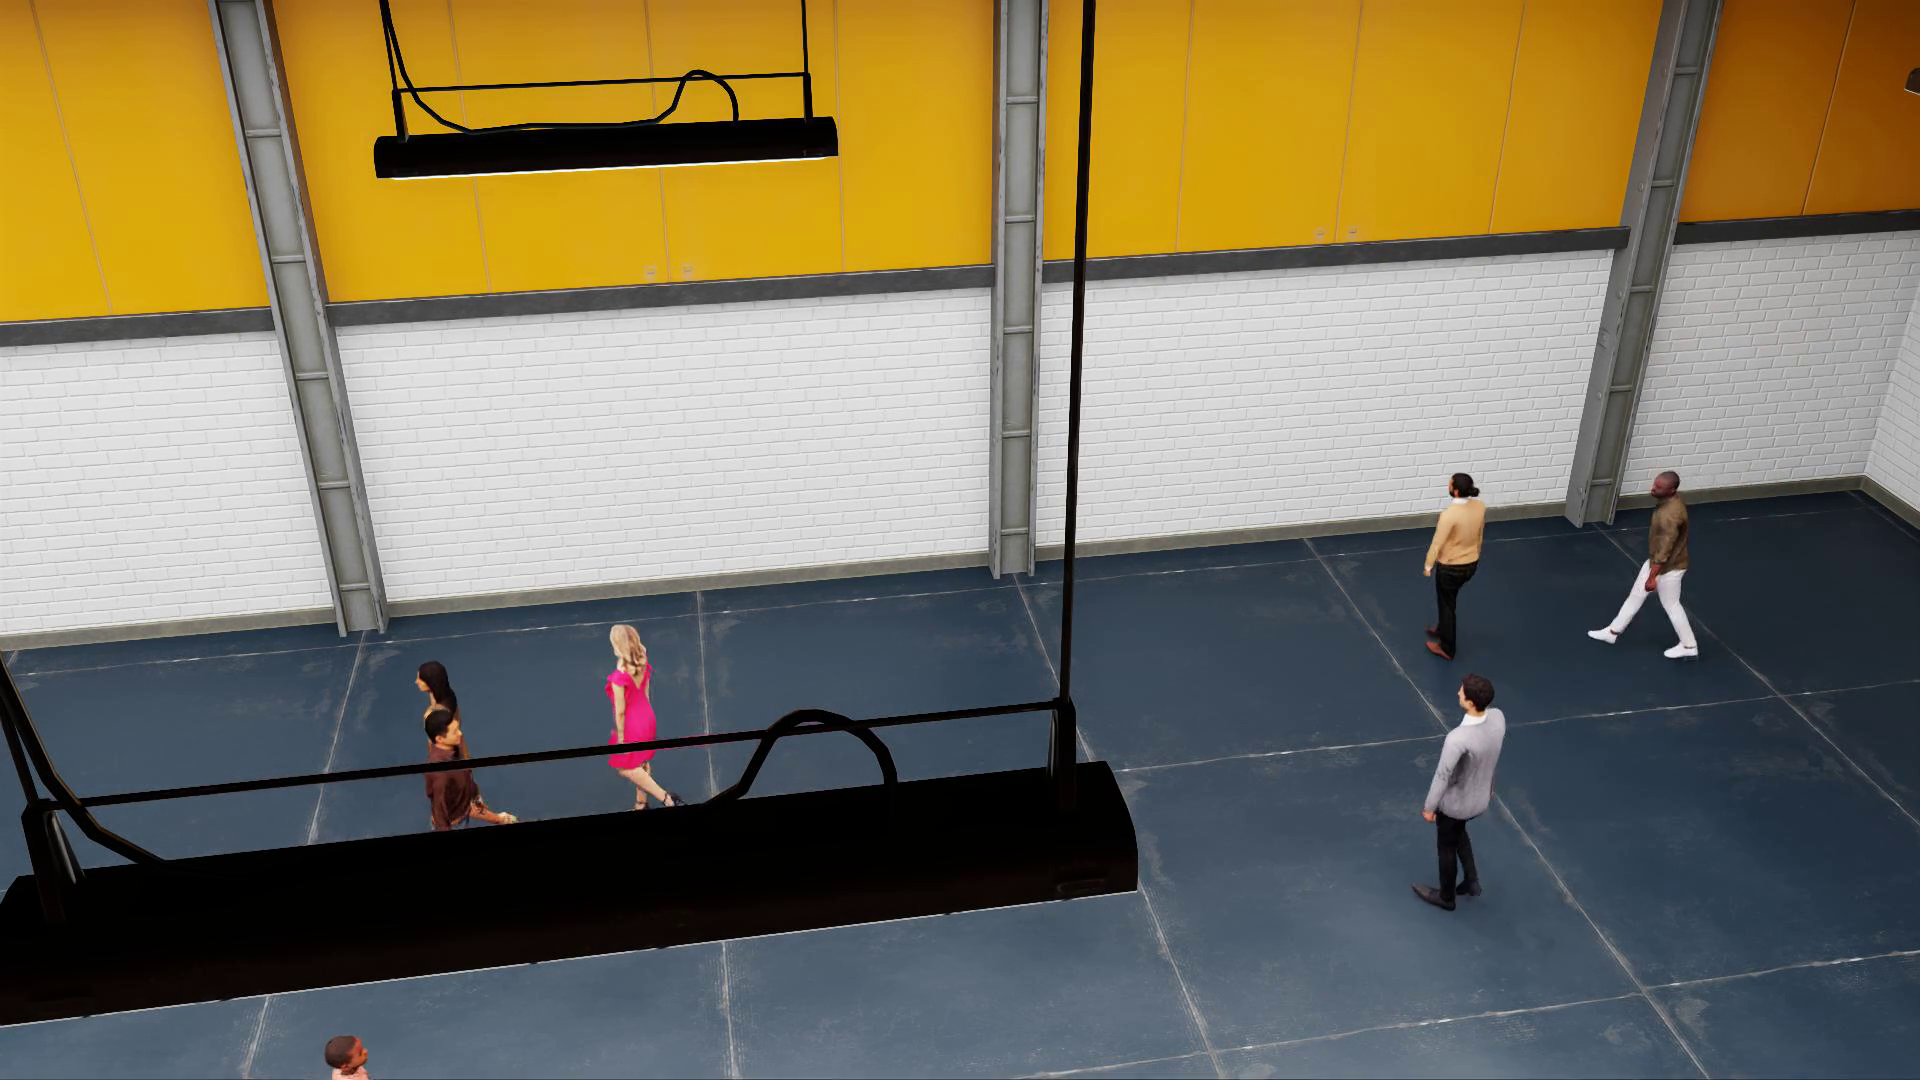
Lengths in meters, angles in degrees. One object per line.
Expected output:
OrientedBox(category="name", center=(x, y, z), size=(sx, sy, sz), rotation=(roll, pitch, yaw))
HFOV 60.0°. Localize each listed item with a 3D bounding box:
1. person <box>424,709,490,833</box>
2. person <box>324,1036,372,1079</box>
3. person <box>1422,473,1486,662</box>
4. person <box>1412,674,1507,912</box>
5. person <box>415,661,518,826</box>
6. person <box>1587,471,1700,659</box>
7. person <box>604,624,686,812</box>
OrientedBox(category="person", center=(-3.505, 1.911, 11.216), size=(0.844, 1.760, 0.696), rotation=(-3, 29, -6))
OrientedBox(category="person", center=(-3.387, 3.260, 9.218), size=(0.704, 1.305, 0.586), rotation=(-13, 31, -22))
OrientedBox(category="person", center=(4.297, 0.256, 14.269), size=(0.783, 1.742, 0.858), rotation=(-18, 33, -29))
OrientedBox(category="person", center=(3.496, 1.777, 11.305), size=(0.852, 1.911, 0.966), rotation=(-21, 35, -34))
OrientedBox(category="person", center=(-3.571, 1.580, 11.911), size=(0.800, 1.675, 0.593), rotation=(-7, 29, -12))
OrientedBox(category="person", center=(6.141, 0.230, 14.267), size=(1.281, 1.790, 1.022), rotation=(8, 30, 14))
OrientedBox(category="person", center=(-2.323, 1.394, 12.212), size=(0.924, 1.715, 0.820), rotation=(11, 30, 19))
